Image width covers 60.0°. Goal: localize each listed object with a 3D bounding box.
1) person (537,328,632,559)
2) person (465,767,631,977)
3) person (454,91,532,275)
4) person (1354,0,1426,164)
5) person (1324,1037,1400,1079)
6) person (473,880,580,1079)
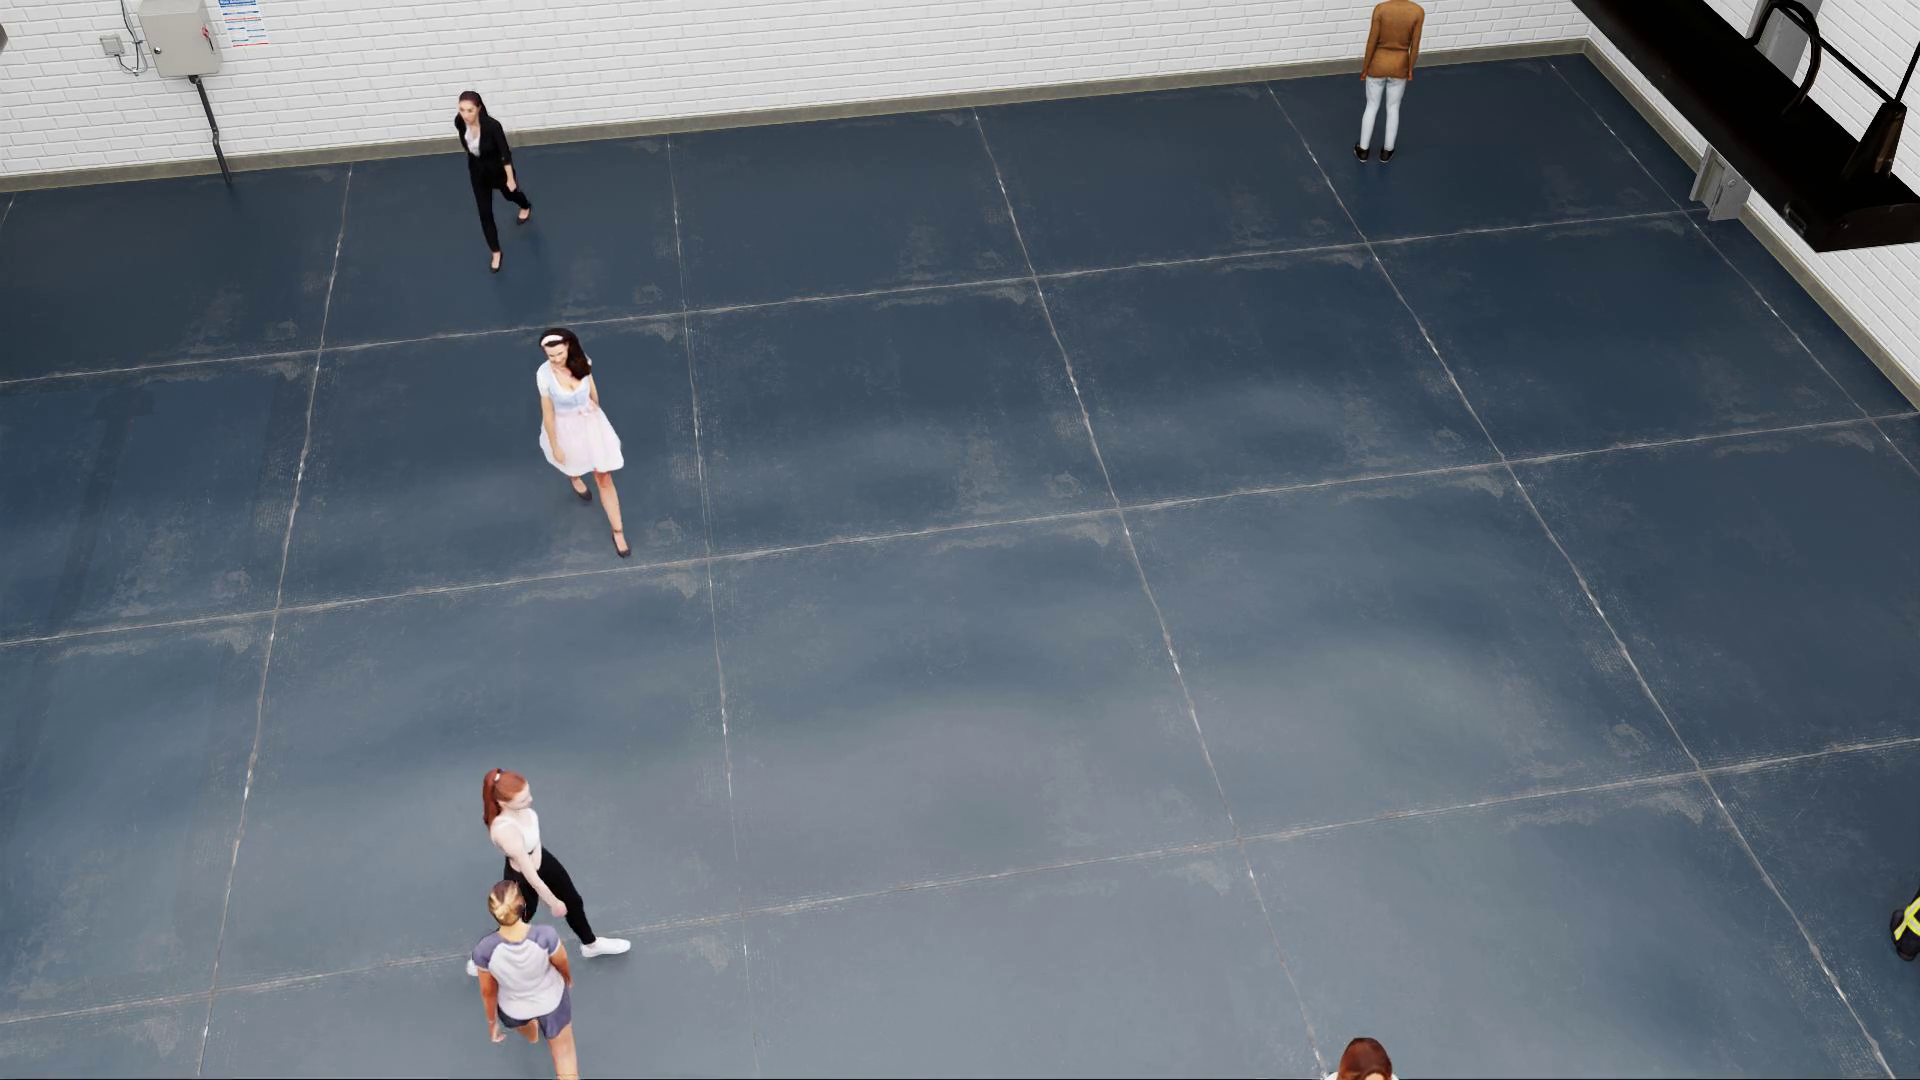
[{"bbox_3d":[-2.696,-0.766,11.478,0.968,1.741,1.302,-26,49,-25],"label":"person"},{"bbox_3d":[-2.375,1.815,8.787,0.685,1.715,1.056,-6,44,-6],"label":"person"},{"bbox_3d":[-3.928,-3.137,14.071,0.857,1.596,1.206,7,44,7],"label":"person"},{"bbox_3d":[3.896,-4.292,15.125,0.697,1.816,0.664,7,44,7],"label":"person"},{"bbox_3d":[1.745,2.747,7.770,0.619,1.768,0.756,-11,45,-11],"label":"person"},{"bbox_3d":[-2.125,2.368,8.311,0.640,1.570,1.055,-10,45,-11],"label":"person"}]
